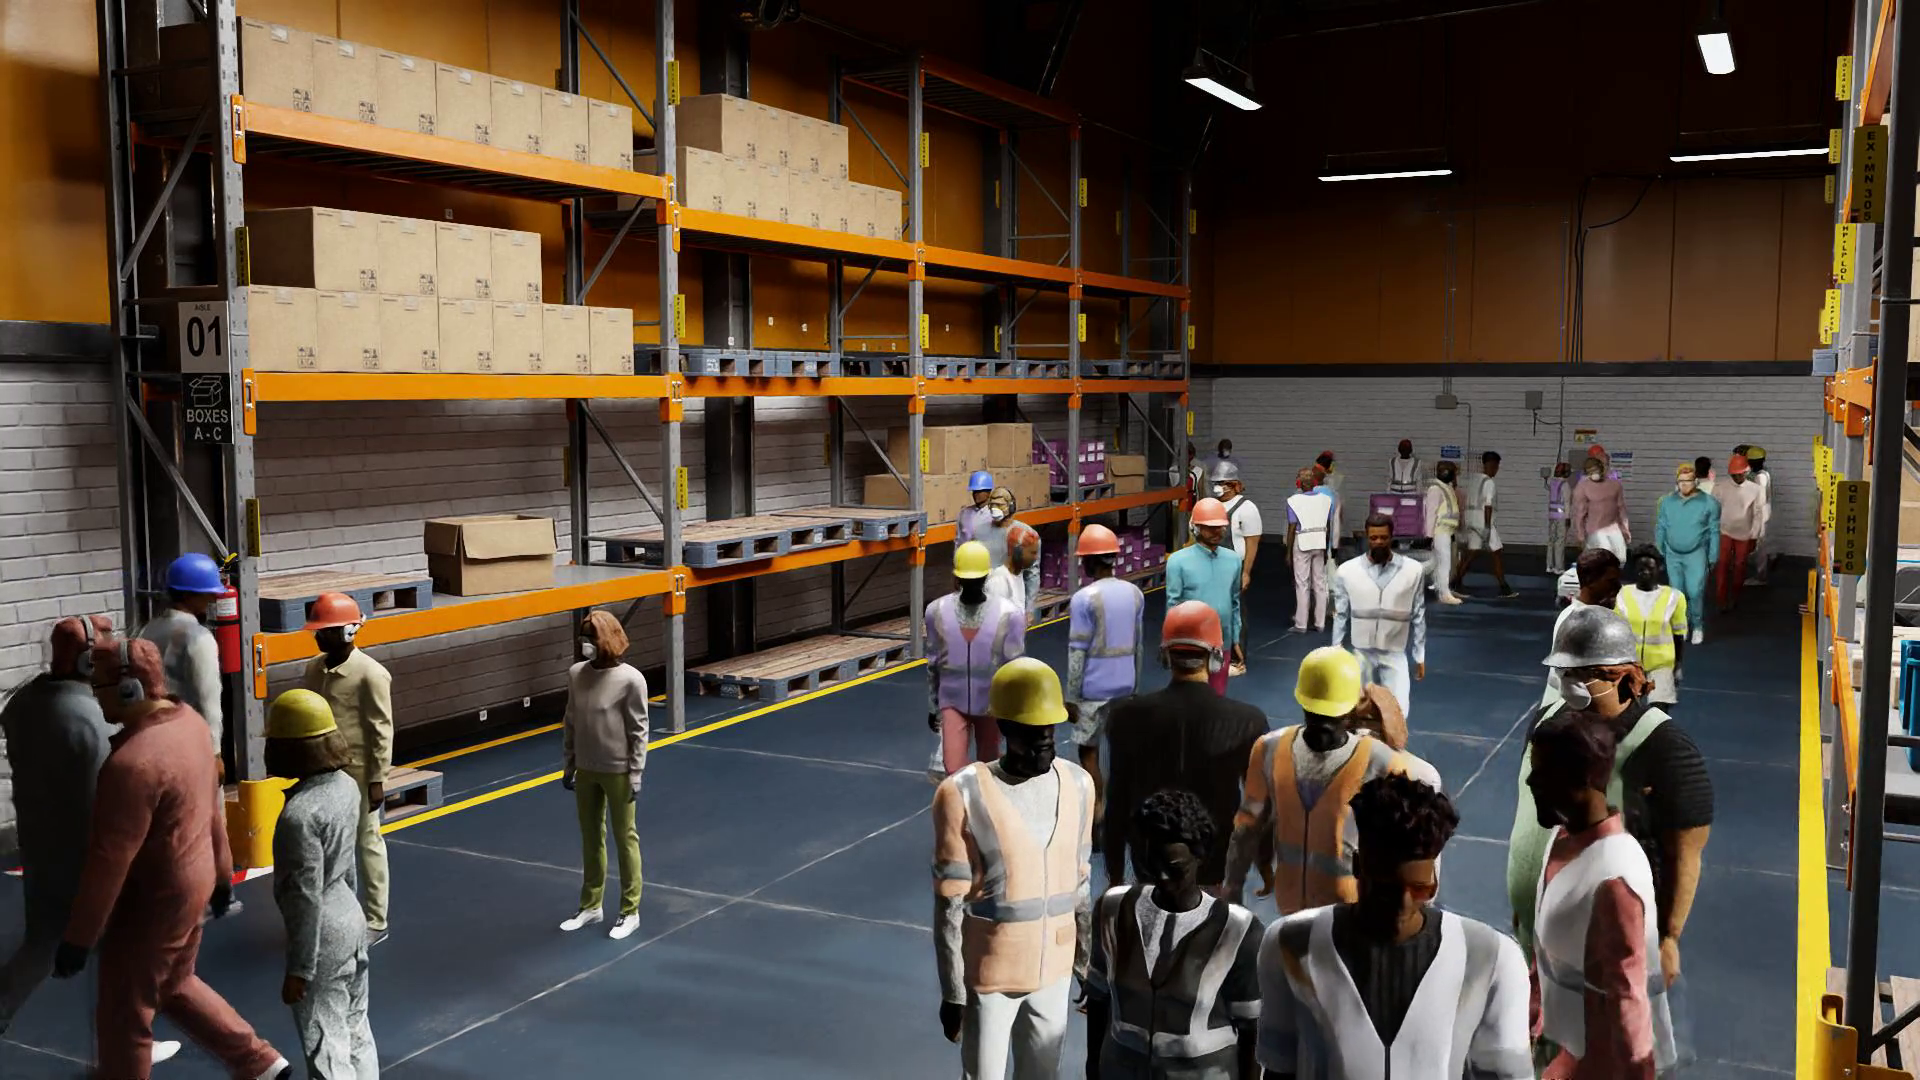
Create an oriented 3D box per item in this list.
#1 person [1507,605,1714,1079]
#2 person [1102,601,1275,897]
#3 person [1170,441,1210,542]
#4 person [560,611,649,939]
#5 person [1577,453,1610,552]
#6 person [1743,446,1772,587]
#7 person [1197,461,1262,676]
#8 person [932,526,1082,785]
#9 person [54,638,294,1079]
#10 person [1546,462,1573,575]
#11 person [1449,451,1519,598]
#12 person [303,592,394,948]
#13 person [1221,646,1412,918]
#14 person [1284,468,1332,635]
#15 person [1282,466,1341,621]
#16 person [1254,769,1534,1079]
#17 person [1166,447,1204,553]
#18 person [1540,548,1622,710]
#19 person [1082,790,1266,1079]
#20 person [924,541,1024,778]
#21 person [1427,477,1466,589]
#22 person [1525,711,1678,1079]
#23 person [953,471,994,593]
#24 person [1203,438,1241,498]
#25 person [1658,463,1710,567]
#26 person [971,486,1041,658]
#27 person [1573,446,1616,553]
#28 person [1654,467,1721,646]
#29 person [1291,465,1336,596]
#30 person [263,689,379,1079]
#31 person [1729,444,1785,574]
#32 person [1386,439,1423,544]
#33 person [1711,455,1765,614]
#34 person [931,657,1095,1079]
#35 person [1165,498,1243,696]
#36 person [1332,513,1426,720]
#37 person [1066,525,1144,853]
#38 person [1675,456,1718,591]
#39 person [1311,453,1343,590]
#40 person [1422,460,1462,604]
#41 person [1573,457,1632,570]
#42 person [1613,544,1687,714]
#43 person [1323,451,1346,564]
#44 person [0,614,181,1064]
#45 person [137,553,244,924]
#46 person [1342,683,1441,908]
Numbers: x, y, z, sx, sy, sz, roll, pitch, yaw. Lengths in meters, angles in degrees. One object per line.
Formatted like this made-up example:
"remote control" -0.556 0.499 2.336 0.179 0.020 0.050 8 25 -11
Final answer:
"person" 2.076 1.222 5.528 0.536 2.000 0.688 -3 6 -29
"person" 0.888 1.201 6.288 0.622 1.937 1.021 2 6 20
"person" 3.485 -0.557 25.398 0.652 1.913 0.453 -2 6 -20
"person" -1.783 1.163 8.322 0.499 1.633 0.281 3 6 27
"person" 8.195 -0.198 21.654 0.520 1.887 0.783 4 7 38
"person" 10.903 -0.322 22.758 0.381 1.923 0.591 3 6 27
"person" 2.491 0.266 15.818 0.536 2.000 0.672 -4 7 -37
"person" 0.315 0.809 11.291 1.101 1.789 0.589 2 6 19
"person" -2.811 1.273 5.826 0.805 1.883 0.692 -1 5 -11
"person" 8.705 -0.307 24.132 0.312 1.636 0.520 -1 5 -7
"person" 6.762 -0.197 21.561 0.914 1.919 0.605 -1 5 -9
"person" -3.015 1.122 8.122 0.564 1.752 0.339 3 6 31
"person" 1.197 1.288 5.696 1.030 1.875 0.626 -5 7 -45
"person" 3.841 0.130 18.344 0.564 1.840 0.397 -2 6 -21
"person" 4.073 0.059 19.213 0.647 1.819 0.486 -1 5 -13
"person" 0.922 1.467 3.592 0.601 1.913 0.938 1 5 14
"person" 3.359 -0.472 24.783 0.564 1.848 0.388 3 6 27
"person" 3.272 0.987 8.785 0.390 1.911 0.584 4 6 34
"person" 0.564 1.495 4.443 0.531 1.693 0.320 3 6 27
"person" 0.093 0.919 9.693 0.585 1.883 0.934 1 5 7
"person" 6.519 -0.137 22.316 0.500 1.633 0.276 3 6 27
"person" 1.777 1.398 4.619 1.002 1.870 0.605 1 5 11
"person" 0.207 0.321 15.710 0.604 1.949 0.389 3 6 27
"person" 4.176 -0.676 26.657 0.647 1.909 0.488 -1 5 -8
"person" 8.173 0.078 18.760 0.596 1.913 0.910 2 6 19
"person" 0.345 0.534 13.466 0.627 1.941 0.371 3 6 27
"person" 8.953 -0.374 23.477 0.553 1.906 0.526 3 6 25
"person" 7.683 0.173 17.643 0.641 1.889 0.529 5 7 44
"person" 4.705 -0.134 21.899 0.574 1.698 0.893 -2 6 -21
"person" -2.168 1.363 5.602 0.322 1.741 0.489 0 5 -1
"person" 11.470 -0.429 24.025 0.734 1.908 0.670 2 6 16
"person" 7.193 -0.695 26.967 0.573 1.887 0.354 3 6 27
"person" 9.336 -0.070 20.074 0.636 1.930 0.964 3 6 26
"person" 0.189 1.314 5.132 0.584 1.928 0.373 -3 6 -32
"person" 1.680 0.703 11.353 0.614 1.993 0.395 -3 6 -26
"person" 2.808 0.763 11.167 0.628 1.903 0.461 1 5 11
"person" 0.842 0.875 9.889 0.566 1.926 0.399 -4 7 -39
"person" 9.169 -0.107 20.685 0.597 1.884 0.881 3 6 29
"person" 4.815 -0.232 22.161 0.541 1.856 0.375 -1 5 -9
"person" 6.017 -0.116 21.091 0.729 1.823 0.641 3 6 27
"person" 7.829 -0.074 20.313 0.677 1.884 0.526 -2 6 -17
"person" 4.610 0.866 11.255 0.546 1.671 0.569 3 6 25
"person" 5.622 -0.493 25.499 0.563 1.753 0.327 3 6 27
"person" -3.478 1.222 6.420 0.648 1.875 0.815 3 6 28
"person" -3.928 1.025 8.277 0.625 1.922 0.621 4 7 40
"person" 1.561 1.350 6.314 0.504 1.632 0.270 3 6 27
